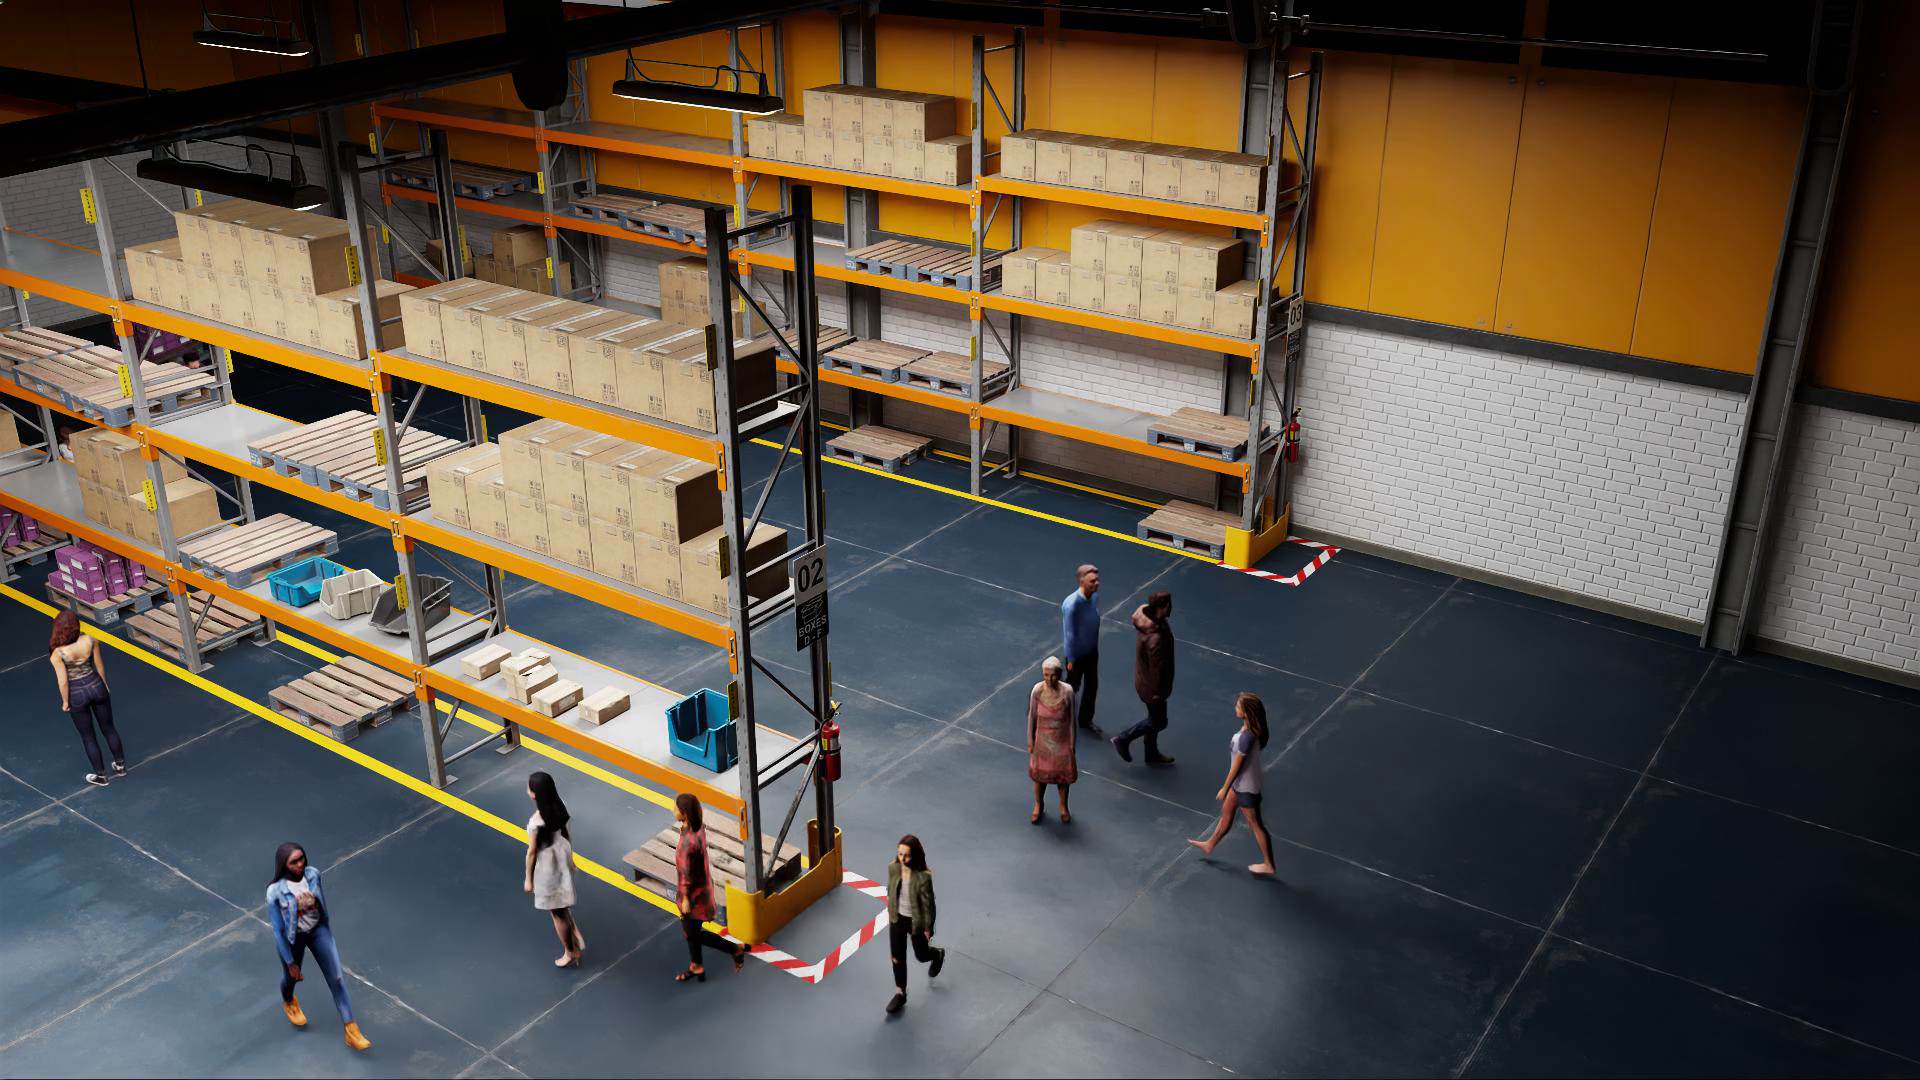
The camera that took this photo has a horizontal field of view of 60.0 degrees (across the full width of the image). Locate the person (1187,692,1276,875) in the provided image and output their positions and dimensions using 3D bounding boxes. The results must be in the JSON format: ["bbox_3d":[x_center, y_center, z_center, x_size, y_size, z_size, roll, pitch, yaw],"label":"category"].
[{"bbox_3d":[2.536,2.116,14.157,1.094,1.687,0.817,7,25,15],"label":"person"}]

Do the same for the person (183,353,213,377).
[{"bbox_3d":[-10.623,-1.800,23.190,1.098,1.626,0.791,20,30,37],"label":"person"}]

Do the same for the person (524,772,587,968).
[{"bbox_3d":[-3.086,2.605,12.942,0.833,1.762,0.750,6,24,14],"label":"person"}]

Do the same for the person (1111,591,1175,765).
[{"bbox_3d":[1.751,1.334,15.765,1.033,1.831,0.963,2,24,5],"label":"person"}]

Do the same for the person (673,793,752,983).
[{"bbox_3d":[-1.958,2.707,12.806,0.960,1.685,0.892,-3,24,-7],"label":"person"}]

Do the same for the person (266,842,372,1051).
[{"bbox_3d":[-4.895,2.962,12.252,1.206,1.661,0.676,18,30,36],"label":"person"}]

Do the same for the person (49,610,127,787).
[{"bbox_3d":[-8.151,1.465,15.542,0.527,1.769,0.597,16,28,32],"label":"person"}]

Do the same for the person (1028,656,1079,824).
[{"bbox_3d":[0.828,1.783,14.922,0.707,1.683,0.792,1,24,2],"label":"person"}]

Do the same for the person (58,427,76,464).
[{"bbox_3d":[-11.802,-0.992,22.139,0.747,0.987,0.515,9,25,20],"label":"person"}]

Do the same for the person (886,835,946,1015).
[{"bbox_3d":[-0.339,2.877,12.704,0.848,1.455,0.682,14,27,28],"label":"person"}]

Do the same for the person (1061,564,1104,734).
[{"bbox_3d":[1.128,1.054,16.442,0.978,1.801,0.745,21,31,40],"label":"person"}]
